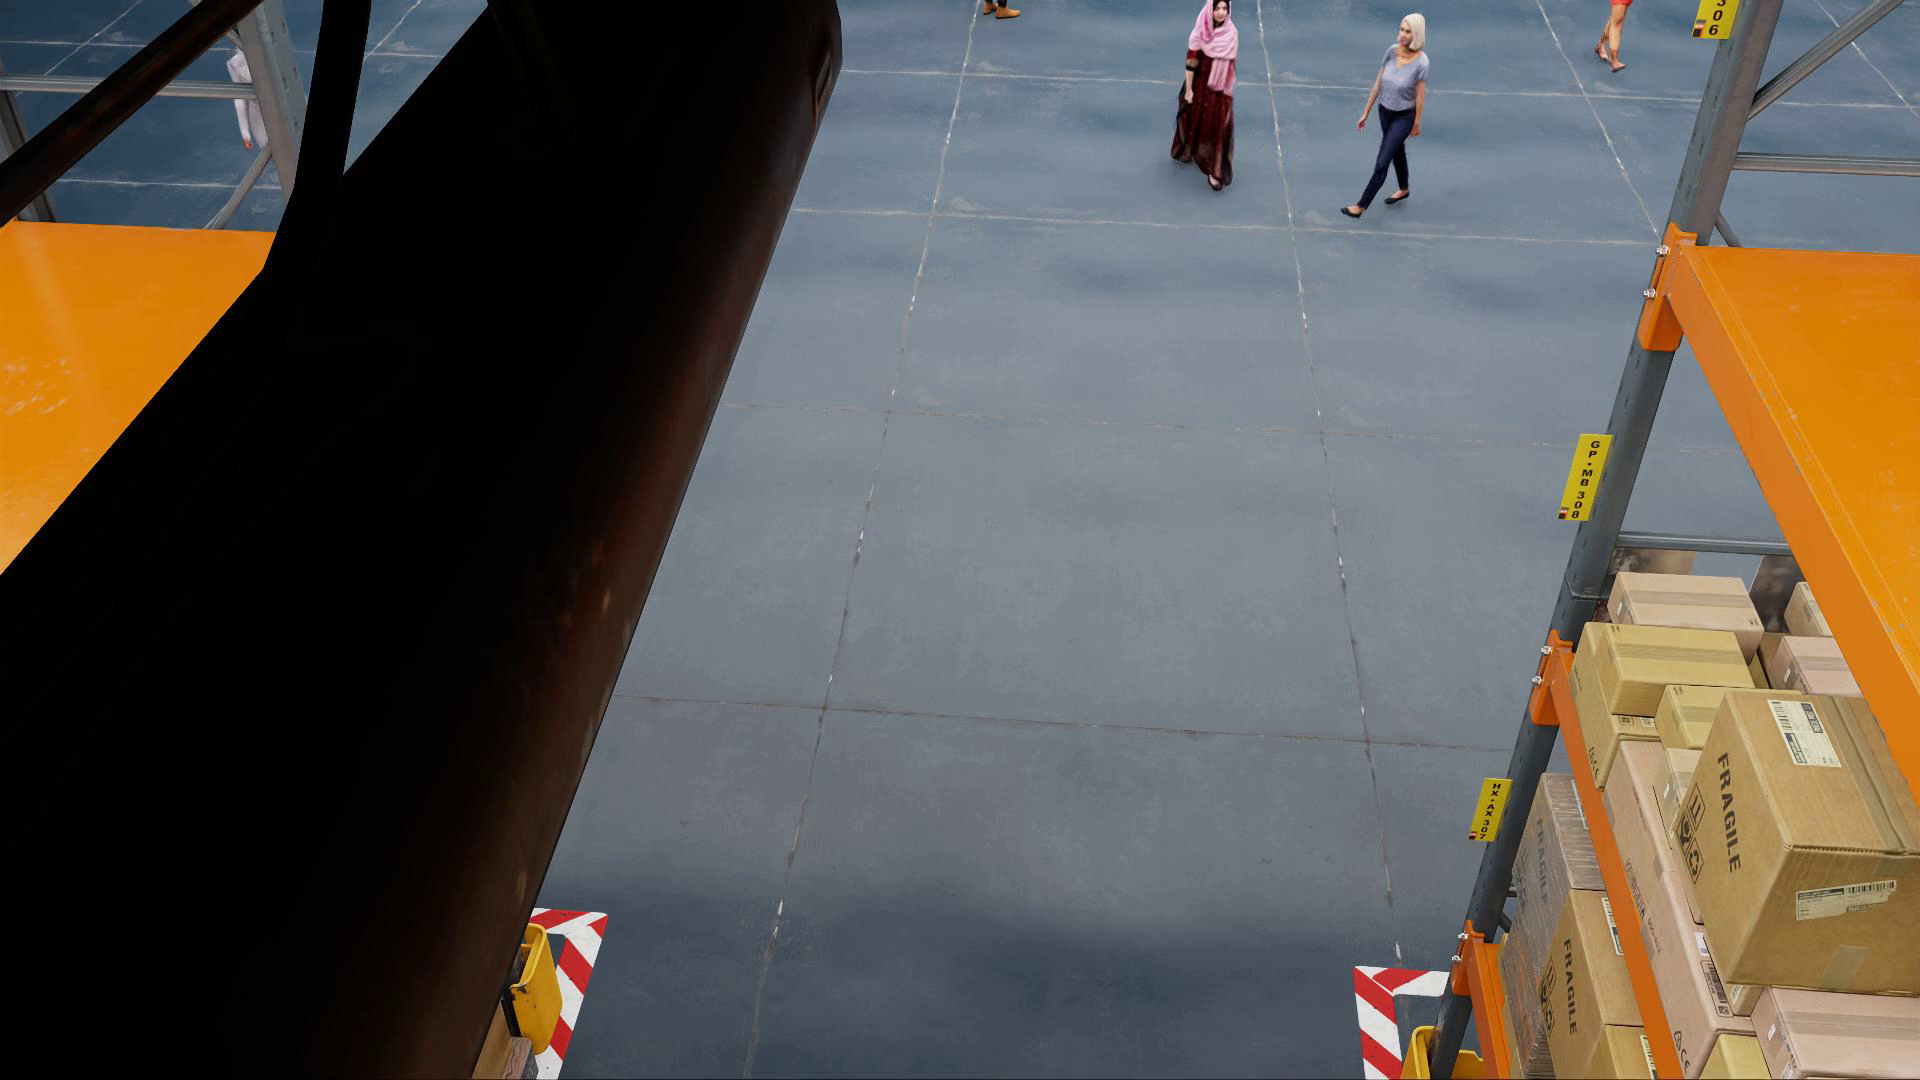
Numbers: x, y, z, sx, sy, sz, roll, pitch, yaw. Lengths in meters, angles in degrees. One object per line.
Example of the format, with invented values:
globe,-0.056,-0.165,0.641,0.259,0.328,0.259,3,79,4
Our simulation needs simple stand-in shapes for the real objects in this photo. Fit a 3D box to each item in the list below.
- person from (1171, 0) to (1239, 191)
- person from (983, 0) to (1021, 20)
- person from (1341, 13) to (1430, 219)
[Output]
person,2.072,-3.867,14.141,0.805,1.601,1.110,-6,38,-8
person,0.396,-6.253,17.090,0.816,1.725,0.760,-29,46,-32
person,3.622,-3.461,13.565,1.069,1.671,1.099,-21,43,-25
